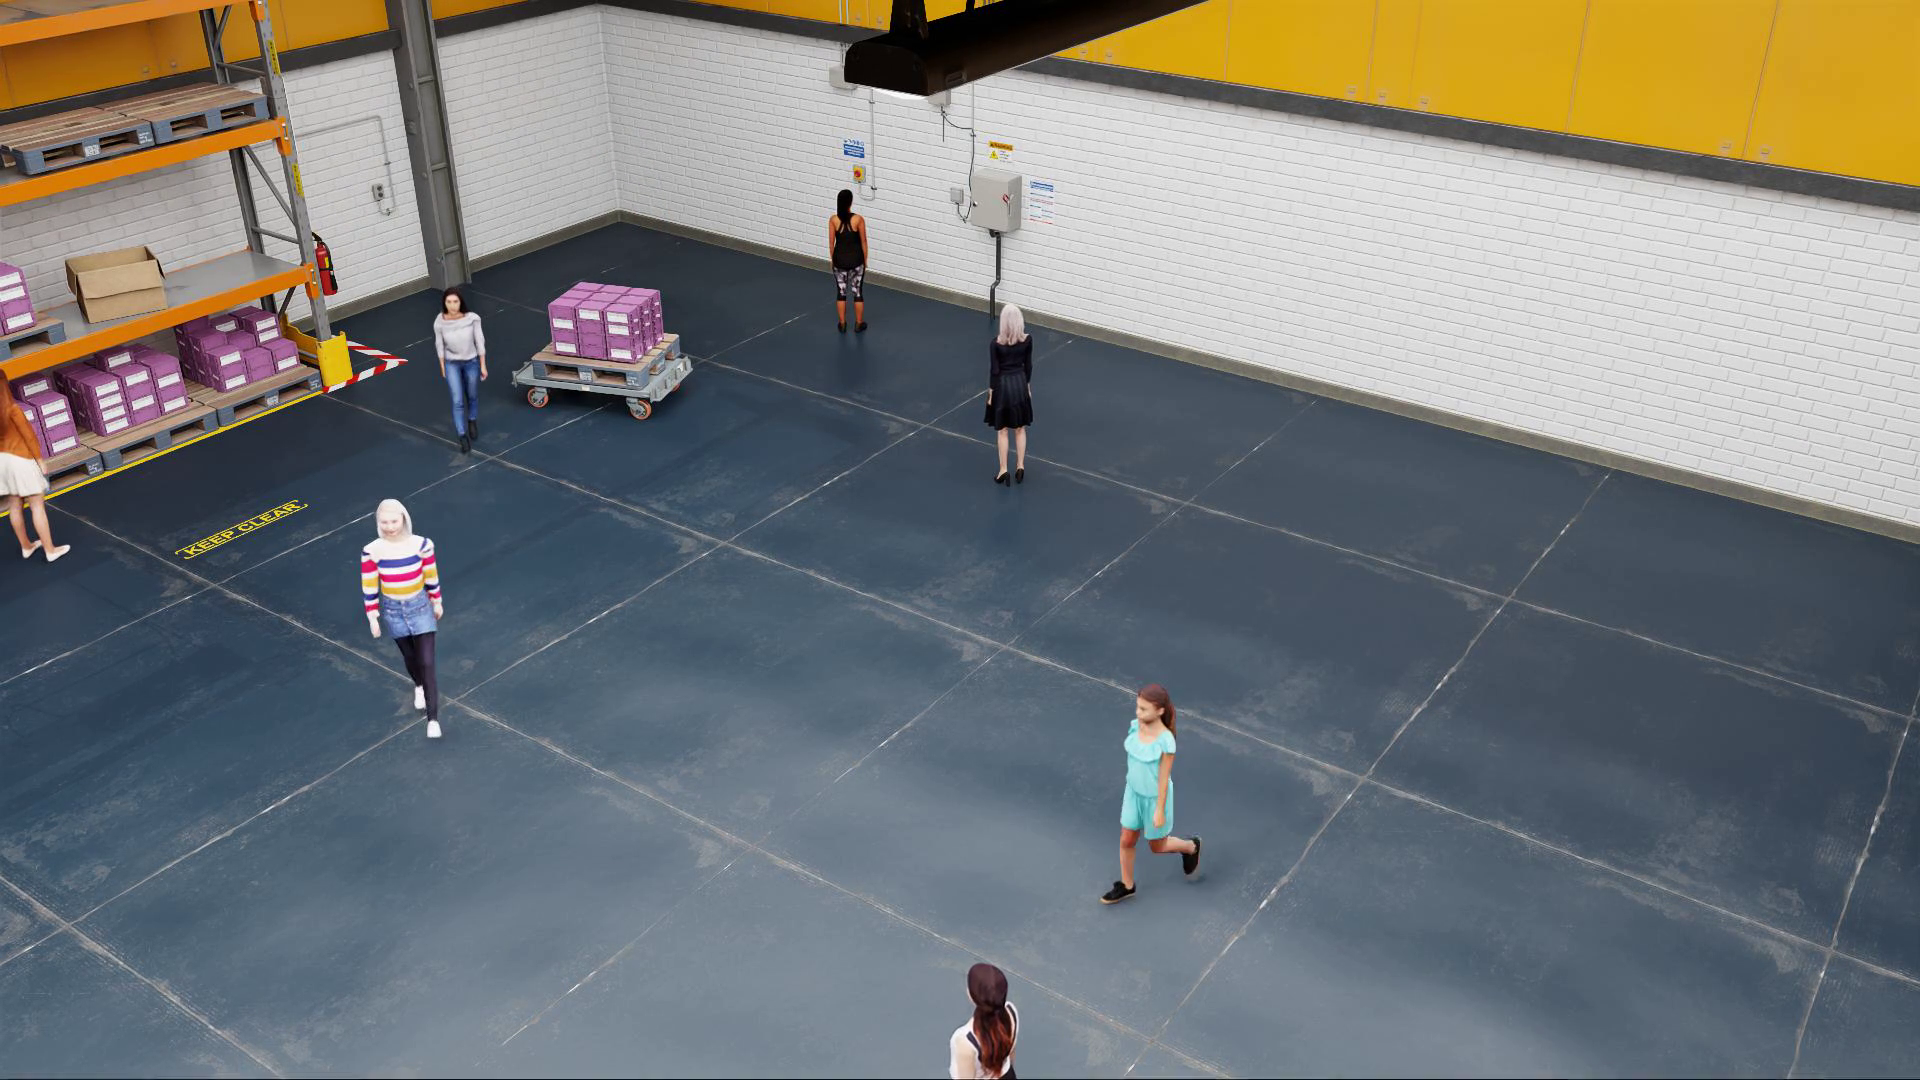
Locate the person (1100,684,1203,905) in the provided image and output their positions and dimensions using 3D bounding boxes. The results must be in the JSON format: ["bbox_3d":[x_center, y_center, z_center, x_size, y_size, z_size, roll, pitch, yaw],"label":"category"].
[{"bbox_3d":[1.215,1.546,10.166,1.017,1.541,0.760,-18,33,-30],"label":"person"}]

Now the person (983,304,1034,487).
[{"bbox_3d":[0.453,-1.331,15.225,0.675,1.747,0.764,-11,30,-18],"label":"person"}]

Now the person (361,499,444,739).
[{"bbox_3d":[-3.936,0.497,11.861,1.108,1.761,1.154,-7,29,-12],"label":"person"}]

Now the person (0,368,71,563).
[{"bbox_3d":[-7.934,-0.629,13.968,0.692,1.718,0.694,5,29,9],"label":"person"}]

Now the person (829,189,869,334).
[{"bbox_3d":[-1.249,-3.137,18.626,0.653,1.661,0.669,1,29,3],"label":"person"}]

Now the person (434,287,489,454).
[{"bbox_3d":[-4.795,-1.693,16.045,0.996,1.597,1.004,-9,30,-16],"label":"person"}]

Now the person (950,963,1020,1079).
[{"bbox_3d":[0.128,2.691,7.954,0.622,1.649,0.461,22,35,34],"label":"person"}]
